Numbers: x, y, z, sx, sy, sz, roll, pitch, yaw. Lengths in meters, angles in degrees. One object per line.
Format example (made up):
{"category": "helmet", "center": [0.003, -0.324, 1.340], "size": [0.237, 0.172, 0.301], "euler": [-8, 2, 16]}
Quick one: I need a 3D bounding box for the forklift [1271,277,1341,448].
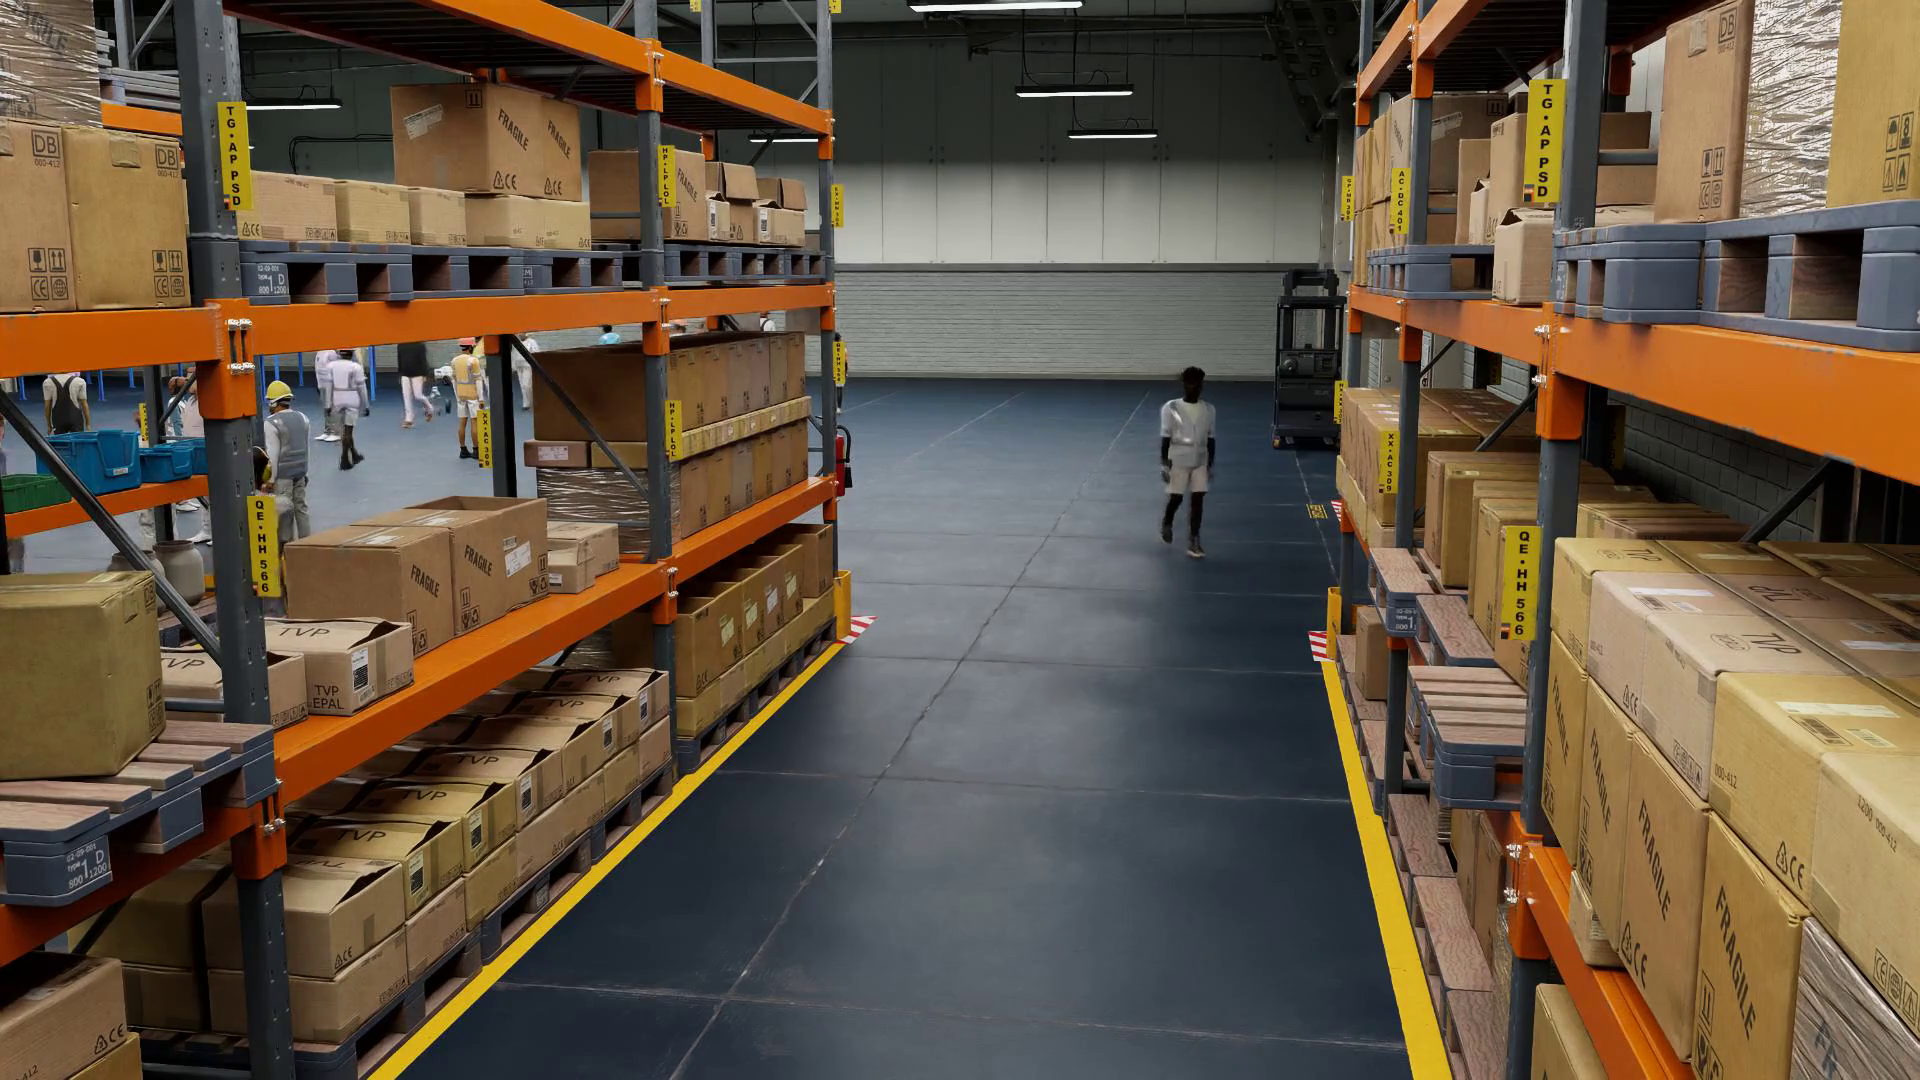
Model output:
{"category": "forklift", "center": [5.847, -3.016, 27.970], "size": [1.129, 2.768, 1.873], "euler": [1, 9, 9]}

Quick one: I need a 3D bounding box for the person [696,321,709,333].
{"category": "person", "center": [-6.815, -5.016, 44.095], "size": [0.505, 1.607, 0.815], "euler": [-6, 11, -34]}

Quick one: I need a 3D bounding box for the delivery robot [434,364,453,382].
{"category": "delivery robot", "center": [-13.144, -4.280, 42.627], "size": [0.707, 0.478, 0.477], "euler": [7, 11, 36]}

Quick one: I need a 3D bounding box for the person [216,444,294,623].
{"category": "person", "center": [-4.392, 0.334, 10.360], "size": [0.511, 1.856, 0.473], "euler": [-2, 9, -14]}

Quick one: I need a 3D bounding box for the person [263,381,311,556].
{"category": "person", "center": [-6.720, -0.666, 16.565], "size": [0.404, 1.829, 0.600], "euler": [3, 10, 17]}

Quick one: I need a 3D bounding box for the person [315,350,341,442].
{"category": "person", "center": [-10.900, -2.656, 28.578], "size": [0.381, 1.917, 0.585], "euler": [-9, 13, -44]}

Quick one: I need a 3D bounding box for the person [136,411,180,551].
{"category": "person", "center": [-7.610, -0.431, 15.731], "size": [0.337, 1.631, 0.522], "euler": [7, 11, 36]}

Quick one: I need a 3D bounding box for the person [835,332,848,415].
{"category": "person", "center": [-2.565, -3.414, 34.011], "size": [0.552, 1.663, 0.744], "euler": [-2, 9, -12]}

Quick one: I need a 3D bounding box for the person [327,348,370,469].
{"category": "person", "center": [-9.073, -2.044, 24.829], "size": [0.577, 1.902, 0.906], "euler": [2, 9, 11]}

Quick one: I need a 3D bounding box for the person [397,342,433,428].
{"category": "person", "center": [-10.268, -3.123, 31.281], "size": [0.620, 1.975, 0.680], "euler": [3, 10, 16]}

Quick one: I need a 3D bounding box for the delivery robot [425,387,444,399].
{"category": "delivery robot", "center": [-10.764, -3.027, 34.100], "size": [0.335, 0.223, 0.698], "euler": [-1, 9, -6]}

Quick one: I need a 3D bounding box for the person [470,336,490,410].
{"category": "person", "center": [-10.056, -3.587, 34.668], "size": [0.661, 1.798, 0.915], "euler": [6, 11, 32]}

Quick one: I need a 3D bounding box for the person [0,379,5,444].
{"category": "person", "center": [-11.593, -1.185, 19.974], "size": [0.311, 1.769, 0.522], "euler": [-7, 11, -36]}

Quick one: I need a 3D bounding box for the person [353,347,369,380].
{"category": "person", "center": [-16.285, -5.161, 44.991], "size": [0.709, 1.608, 0.509], "euler": [6, 11, 32]}

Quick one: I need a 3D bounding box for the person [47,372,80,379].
{"category": "person", "center": [-16.756, -3.048, 31.034], "size": [0.402, 1.904, 0.652], "euler": [5, 10, 27]}

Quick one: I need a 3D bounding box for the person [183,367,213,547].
{"category": "person", "center": [-8.055, -0.892, 17.732], "size": [0.648, 1.907, 0.401], "euler": [7, 11, 36]}

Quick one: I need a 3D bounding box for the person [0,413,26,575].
{"category": "person", "center": [-8.178, -0.255, 13.851], "size": [0.633, 1.906, 0.917], "euler": [9, 13, 43]}

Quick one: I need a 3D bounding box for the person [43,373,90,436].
{"category": "person", "center": [-11.624, -1.501, 21.673], "size": [0.507, 1.845, 0.339], "euler": [-3, 10, -19]}

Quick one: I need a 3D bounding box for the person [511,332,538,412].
{"category": "person", "center": [-9.038, -3.555, 34.449], "size": [0.610, 1.817, 0.440], "euler": [5, 11, 30]}

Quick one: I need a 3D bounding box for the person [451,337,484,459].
{"category": "person", "center": [-7.662, -2.245, 25.981], "size": [0.545, 1.938, 0.355], "euler": [4, 10, 24]}

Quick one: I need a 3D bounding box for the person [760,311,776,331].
{"category": "person", "center": [-4.917, -4.845, 41.830], "size": [0.682, 2.000, 0.536], "euler": [2, 9, 14]}

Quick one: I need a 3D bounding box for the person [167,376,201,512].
{"category": "person", "center": [-9.500, -1.175, 20.300], "size": [0.307, 1.641, 0.512], "euler": [-3, 10, -17]}

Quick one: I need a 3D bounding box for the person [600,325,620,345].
{"category": "person", "center": [-8.553, -4.478, 40.641], "size": [0.563, 1.676, 0.388], "euler": [-9, 13, -43]}

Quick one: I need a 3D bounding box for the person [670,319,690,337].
{"category": "person", "center": [-5.456, -3.396, 32.801], "size": [0.640, 2.025, 0.563], "euler": [8, 12, 41]}

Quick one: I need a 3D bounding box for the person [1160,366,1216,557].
{"category": "person", "center": [2.334, -0.819, 17.126], "size": [0.631, 1.951, 0.657], "euler": [-2, 10, -14]}
